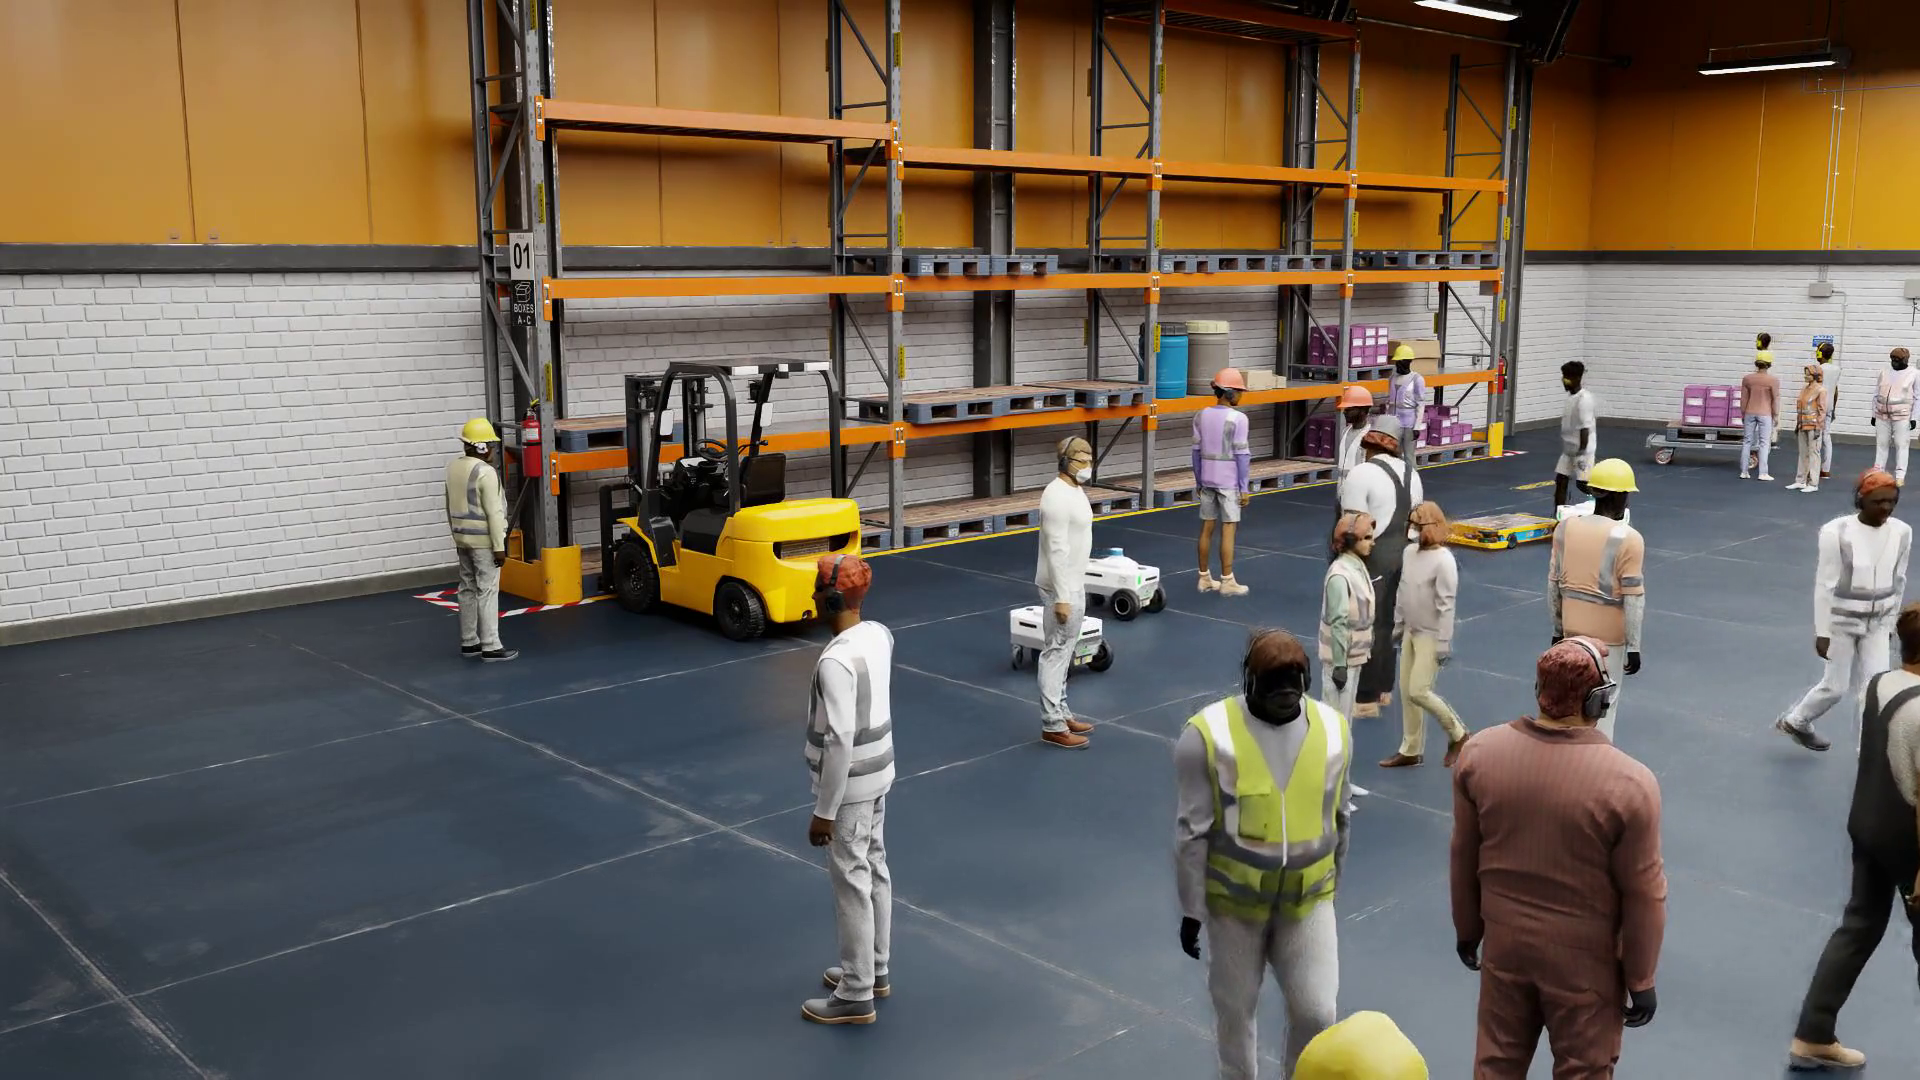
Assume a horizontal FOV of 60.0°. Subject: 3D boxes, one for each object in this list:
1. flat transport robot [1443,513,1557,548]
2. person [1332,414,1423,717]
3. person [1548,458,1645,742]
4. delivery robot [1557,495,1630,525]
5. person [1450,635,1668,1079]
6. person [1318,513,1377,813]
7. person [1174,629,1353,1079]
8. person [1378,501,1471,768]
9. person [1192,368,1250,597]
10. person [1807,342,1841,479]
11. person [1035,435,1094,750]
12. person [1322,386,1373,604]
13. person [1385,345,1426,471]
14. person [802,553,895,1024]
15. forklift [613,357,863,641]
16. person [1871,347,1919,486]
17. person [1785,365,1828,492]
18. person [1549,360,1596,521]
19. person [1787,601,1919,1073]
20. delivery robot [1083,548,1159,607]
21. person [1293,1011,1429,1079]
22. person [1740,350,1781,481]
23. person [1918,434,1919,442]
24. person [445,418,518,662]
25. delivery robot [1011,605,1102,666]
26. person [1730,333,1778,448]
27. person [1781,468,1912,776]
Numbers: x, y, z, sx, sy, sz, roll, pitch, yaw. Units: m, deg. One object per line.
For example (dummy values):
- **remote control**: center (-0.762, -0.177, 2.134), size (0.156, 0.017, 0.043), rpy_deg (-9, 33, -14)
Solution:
- **flat transport robot**: center (5.805, -0.107, 17.681), size (1.431, 0.197, 0.652), rpy_deg (-7, 12, -35)
- **person**: center (2.721, 0.130, 11.117), size (0.799, 2.000, 0.534), rpy_deg (-8, 13, -39)
- **person**: center (3.550, 0.504, 9.262), size (0.385, 1.925, 0.591), rpy_deg (-5, 11, -29)
- **delivery robot**: center (6.578, -0.228, 17.282), size (0.707, 0.478, 0.477), rpy_deg (3, 10, 19)
- **person**: center (1.824, 1.229, 5.078), size (0.407, 1.906, 0.655), rpy_deg (-10, 14, -44)
- **person**: center (2.128, 0.662, 9.182), size (0.310, 1.636, 0.522), rpy_deg (4, 11, 23)
- **person**: center (1.010, 1.200, 5.487), size (0.631, 1.824, 0.556), rpy_deg (-1, 10, -3)
- **person**: center (2.739, 0.570, 9.784), size (0.409, 1.626, 0.516), rpy_deg (-2, 10, -12)
- **person**: center (2.362, -0.517, 14.914), size (0.398, 2.037, 0.610), rpy_deg (-8, 12, -38)
- **person**: center (11.729, -1.760, 22.684), size (0.508, 1.872, 0.329), rpy_deg (-3, 10, -20)
- **person**: center (0.662, 0.314, 10.353), size (0.376, 1.936, 0.627), rpy_deg (2, 10, 13)
- **person**: center (3.373, -0.350, 14.229), size (0.358, 1.938, 0.548), rpy_deg (-4, 10, -21)
- **person**: center (5.525, -1.465, 20.785), size (0.366, 1.926, 0.594), rpy_deg (-6, 11, -31)
- **person**: center (-0.445, 0.980, 6.603), size (0.355, 1.883, 0.573), rpy_deg (3, 10, 15)
- **forklift**: center (-1.847, -0.414, 13.852), size (1.214, 2.155, 2.313), rpy_deg (-9, 13, -42)
- **person**: center (12.366, -1.628, 22.012), size (0.429, 1.838, 0.621), rpy_deg (-6, 12, -34)
- **person**: center (10.957, -1.435, 21.451), size (0.311, 1.642, 0.512), rpy_deg (-1, 10, -4)
- **person**: center (6.856, -1.015, 18.221), size (0.862, 1.924, 0.629), rpy_deg (0, 10, 0)
- **person**: center (3.475, 1.105, 6.086), size (0.798, 1.814, 0.533), rpy_deg (-1, 10, -5)
- **delivery robot**: center (1.328, 0.313, 14.115), size (0.707, 0.478, 0.477), rpy_deg (8, 12, 39)
- **person**: center (0.637, 1.664, 2.769), size (0.617, 1.821, 0.425), rpy_deg (7, 12, 34)
- **person**: center (10.846, -1.687, 22.551), size (0.301, 1.772, 0.531), rpy_deg (-8, 12, -38)
- **person**: center (12.000, -1.336, 20.262), size (0.563, 1.847, 0.388), rpy_deg (6, 11, 30)
- **person**: center (-3.599, -0.003, 12.503), size (0.601, 1.830, 0.403), rpy_deg (8, 13, 40)
- **delivery robot**: center (0.699, 0.646, 12.164), size (0.477, 0.478, 0.707), rpy_deg (-9, 13, -41)
- **person**: center (12.751, -2.383, 26.506), size (0.502, 1.812, 0.996), rpy_deg (-2, 10, -13)
- **person**: center (5.193, 0.466, 9.729), size (0.581, 1.851, 0.757), rpy_deg (0, 10, -1)
